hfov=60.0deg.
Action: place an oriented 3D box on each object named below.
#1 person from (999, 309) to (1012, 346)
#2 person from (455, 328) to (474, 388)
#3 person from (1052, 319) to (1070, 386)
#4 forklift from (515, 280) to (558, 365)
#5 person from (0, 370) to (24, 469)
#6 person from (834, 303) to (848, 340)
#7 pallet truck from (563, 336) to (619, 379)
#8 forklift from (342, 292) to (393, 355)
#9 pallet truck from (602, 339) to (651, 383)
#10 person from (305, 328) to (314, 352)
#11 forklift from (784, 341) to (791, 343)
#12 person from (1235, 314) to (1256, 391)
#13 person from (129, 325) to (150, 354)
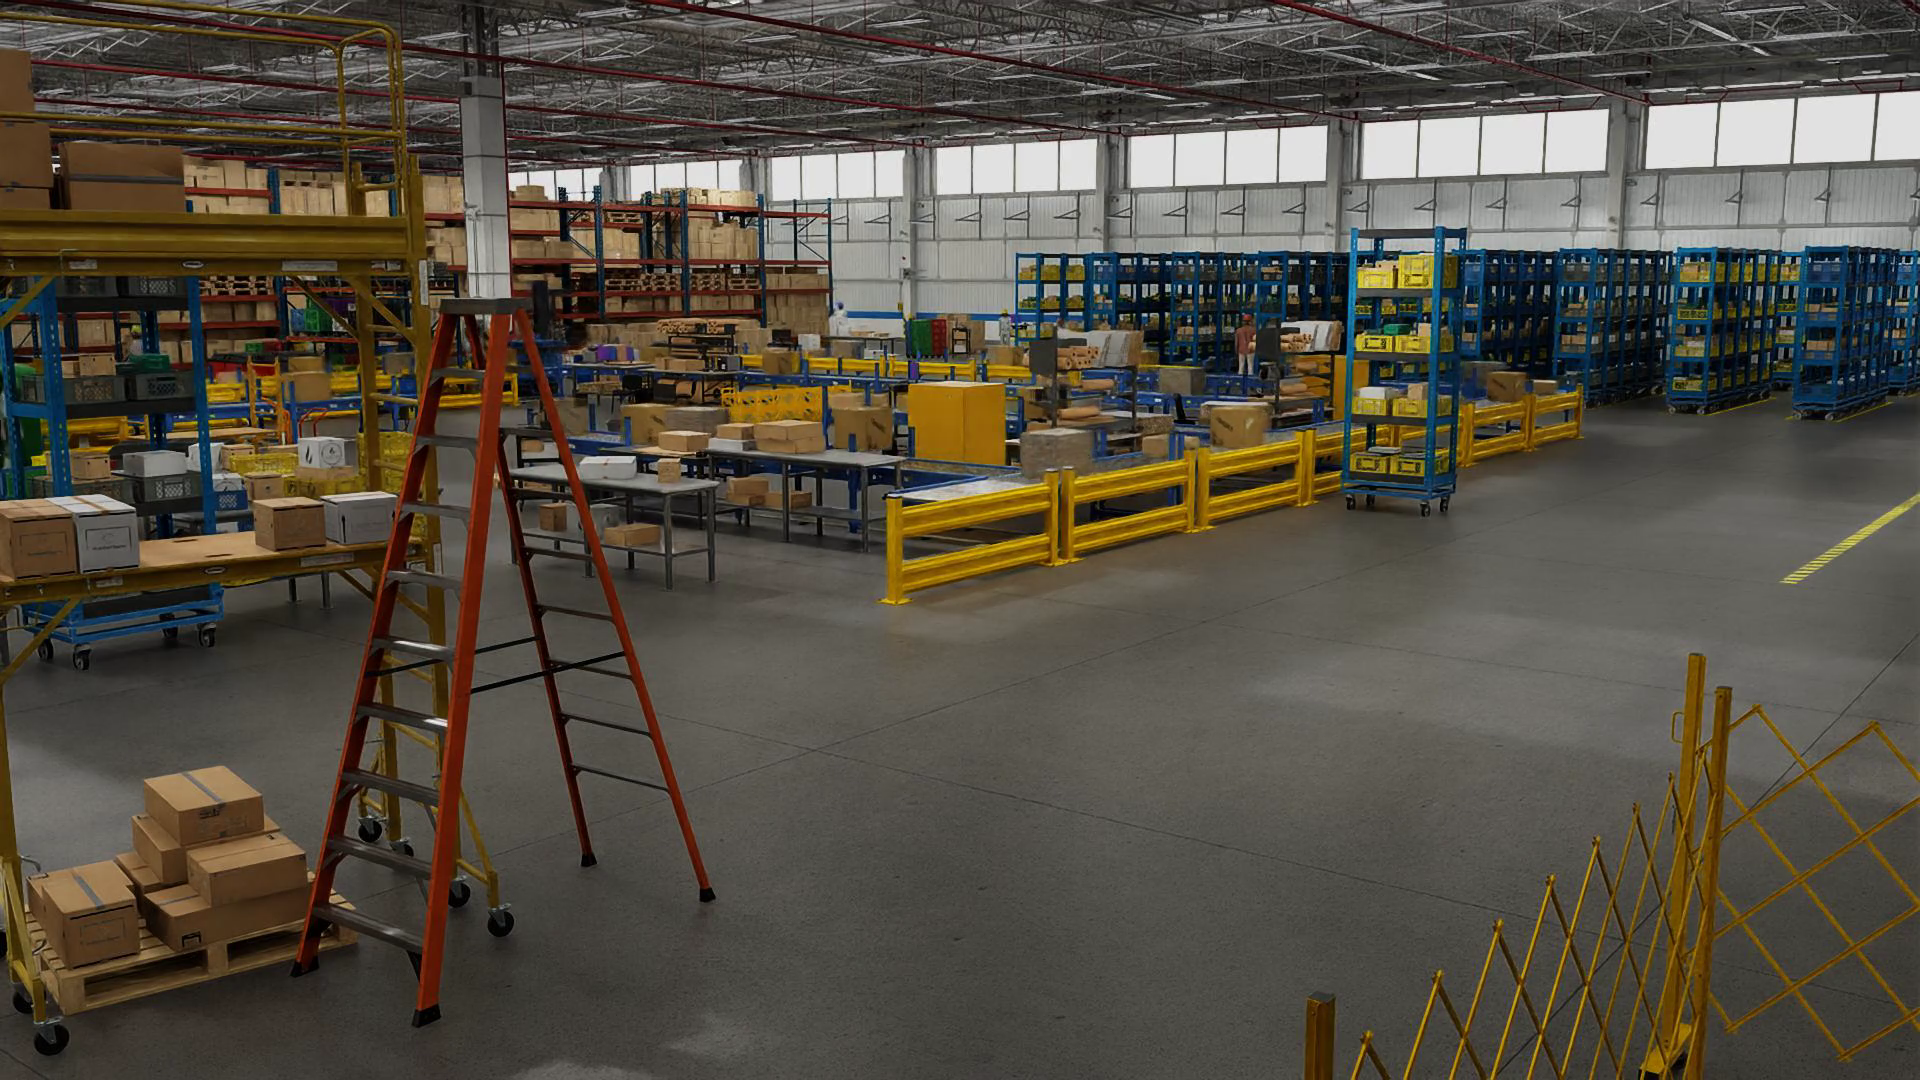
[{"bbox_3d":[1.672,-7.719,61.779,0.483,1.734,0.342,1,9,6],"label":"person"},{"bbox_3d":[-12.682,-4.673,43.035,0.883,1.635,0.542,-5,10,-29],"label":"person"},{"bbox_3d":[2.615,-4.896,43.785,0.663,1.849,1.008,-6,11,-31],"label":"person"},{"bbox_3d":[-13.562,-7.008,53.771,1.873,2.768,1.129,-5,10,-27],"label":"forklift"},{"bbox_3d":[-11.959,-1.242,20.987,0.503,1.850,0.646,-5,10,-28],"label":"person"},{"bbox_3d":[-4.727,-8.421,65.697,0.612,1.894,1.030,1,9,8],"label":"person"},{"bbox_3d":[-10.690,-5.294,48.215,1.601,1.201,0.680,-5,10,-26],"label":"pallet truck"},{"bbox_3d":[-16.485,-5.622,45.120,1.129,2.768,1.873,7,11,37],"label":"forklift"},{"bbox_3d":[-8.991,-4.871,45.351,0.653,1.274,1.630,7,11,37],"label":"pallet truck"},{"bbox_3d":[-17.945,-5.131,45.985,0.397,1.622,0.508,-7,12,-38],"label":"person"},{"bbox_3d":[-6.815,-9.955,72.161,1.873,2.768,1.129,7,11,37],"label":"forklift"},{"bbox_3d":[7.436,-4.862,43.127,0.610,1.996,0.378,4,10,23],"label":"person"},{"bbox_3d":[-19.383,-4.163,39.301,0.625,1.818,0.427,7,11,37],"label":"person"}]
